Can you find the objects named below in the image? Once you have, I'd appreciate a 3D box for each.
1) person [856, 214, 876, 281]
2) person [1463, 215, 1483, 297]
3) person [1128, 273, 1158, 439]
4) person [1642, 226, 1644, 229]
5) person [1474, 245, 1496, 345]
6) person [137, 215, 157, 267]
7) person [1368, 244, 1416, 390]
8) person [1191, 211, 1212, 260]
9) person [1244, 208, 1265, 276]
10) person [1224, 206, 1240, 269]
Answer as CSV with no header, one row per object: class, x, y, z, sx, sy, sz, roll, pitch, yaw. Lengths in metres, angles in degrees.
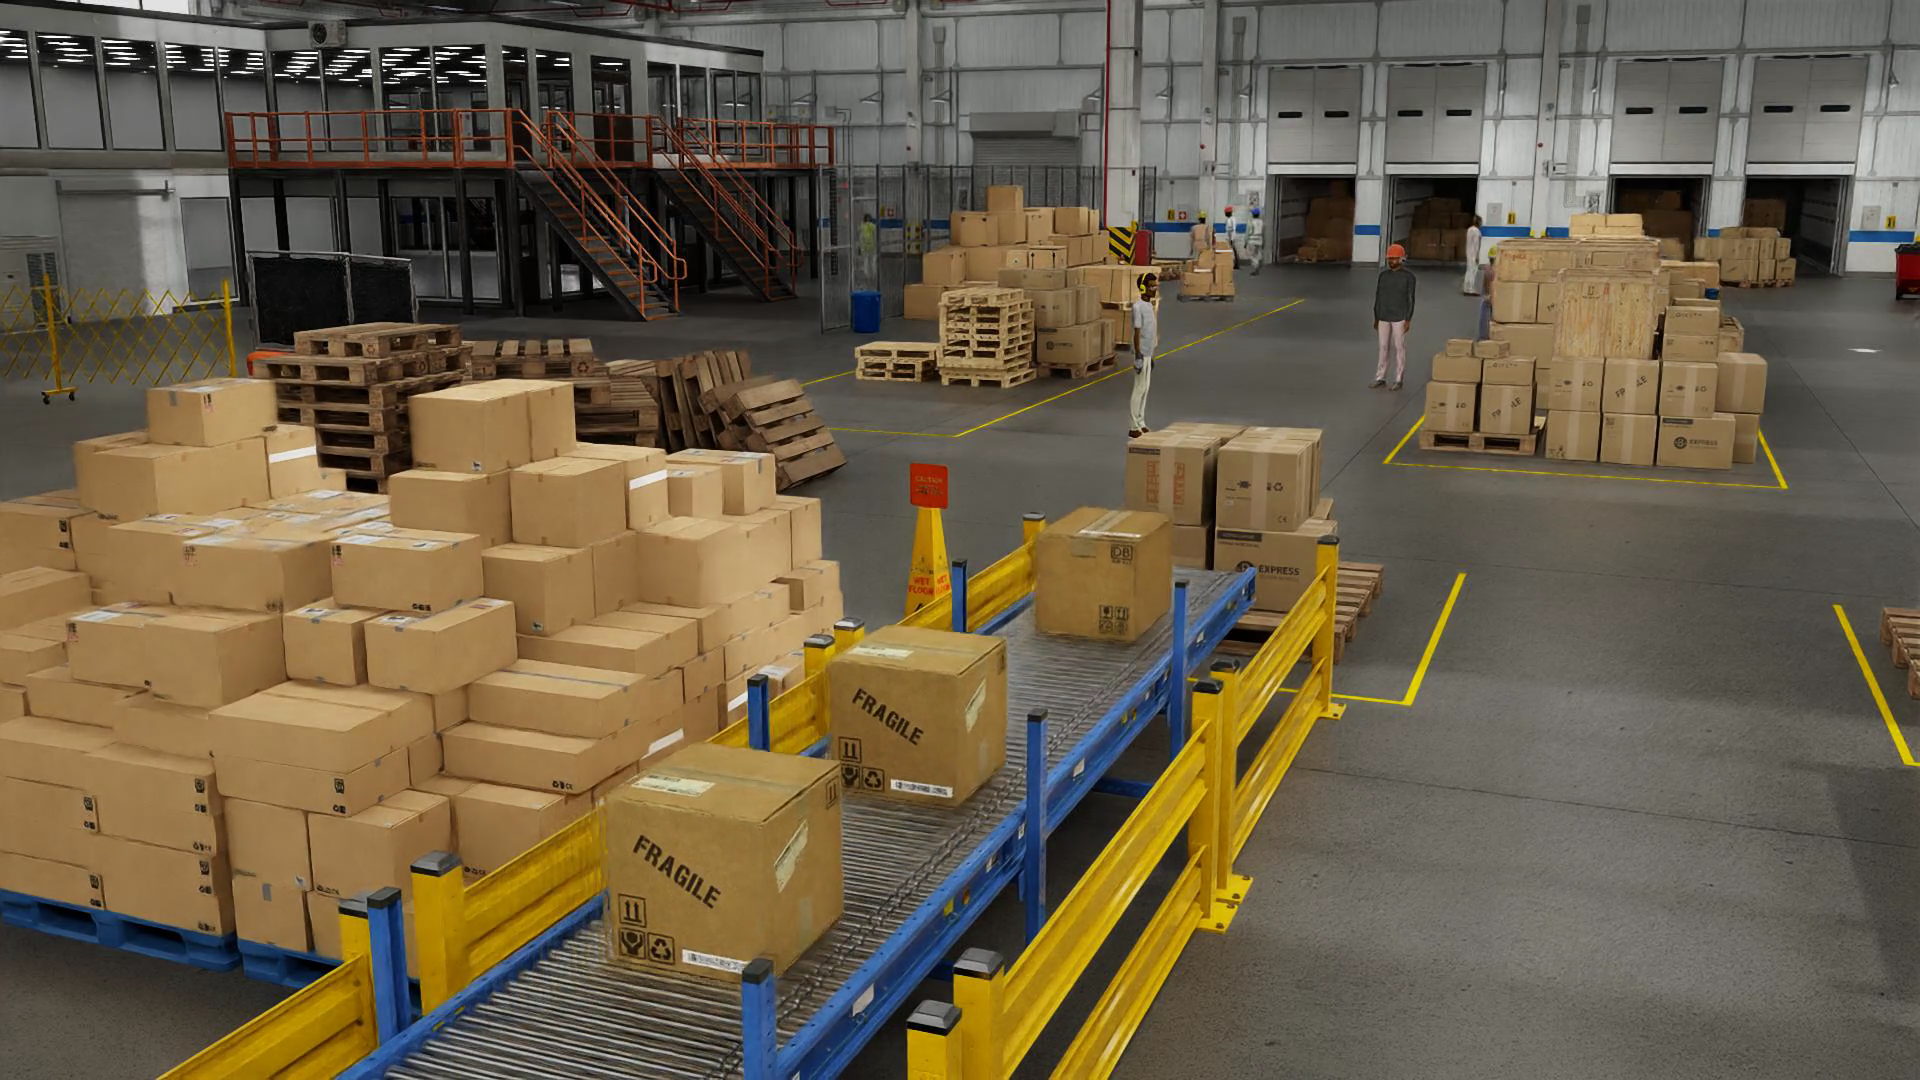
person,-2.545,-8.052,45.737,0.615,1.796,0.877,-1,13,-5
person,12.272,-6.782,39.736,0.352,1.937,0.635,0,13,1
person,2.090,-2.076,18.785,0.314,1.869,0.537,5,14,21
person,14.768,-6.012,36.551,0.790,1.818,0.651,7,14,28
person,9.222,-4.201,28.611,0.592,1.734,0.552,-5,13,-21
person,-22.923,-8.312,46.850,0.648,1.831,1.025,1,13,3
person,5.974,-3.071,22.965,0.375,1.995,0.609,-11,17,-41
person,6.431,-7.793,44.342,0.587,1.912,0.417,4,13,18
person,8.431,-8.497,47.446,0.633,1.929,0.581,-5,14,-22
person,8.157,-9.242,50.874,0.971,1.887,0.561,7,14,30
